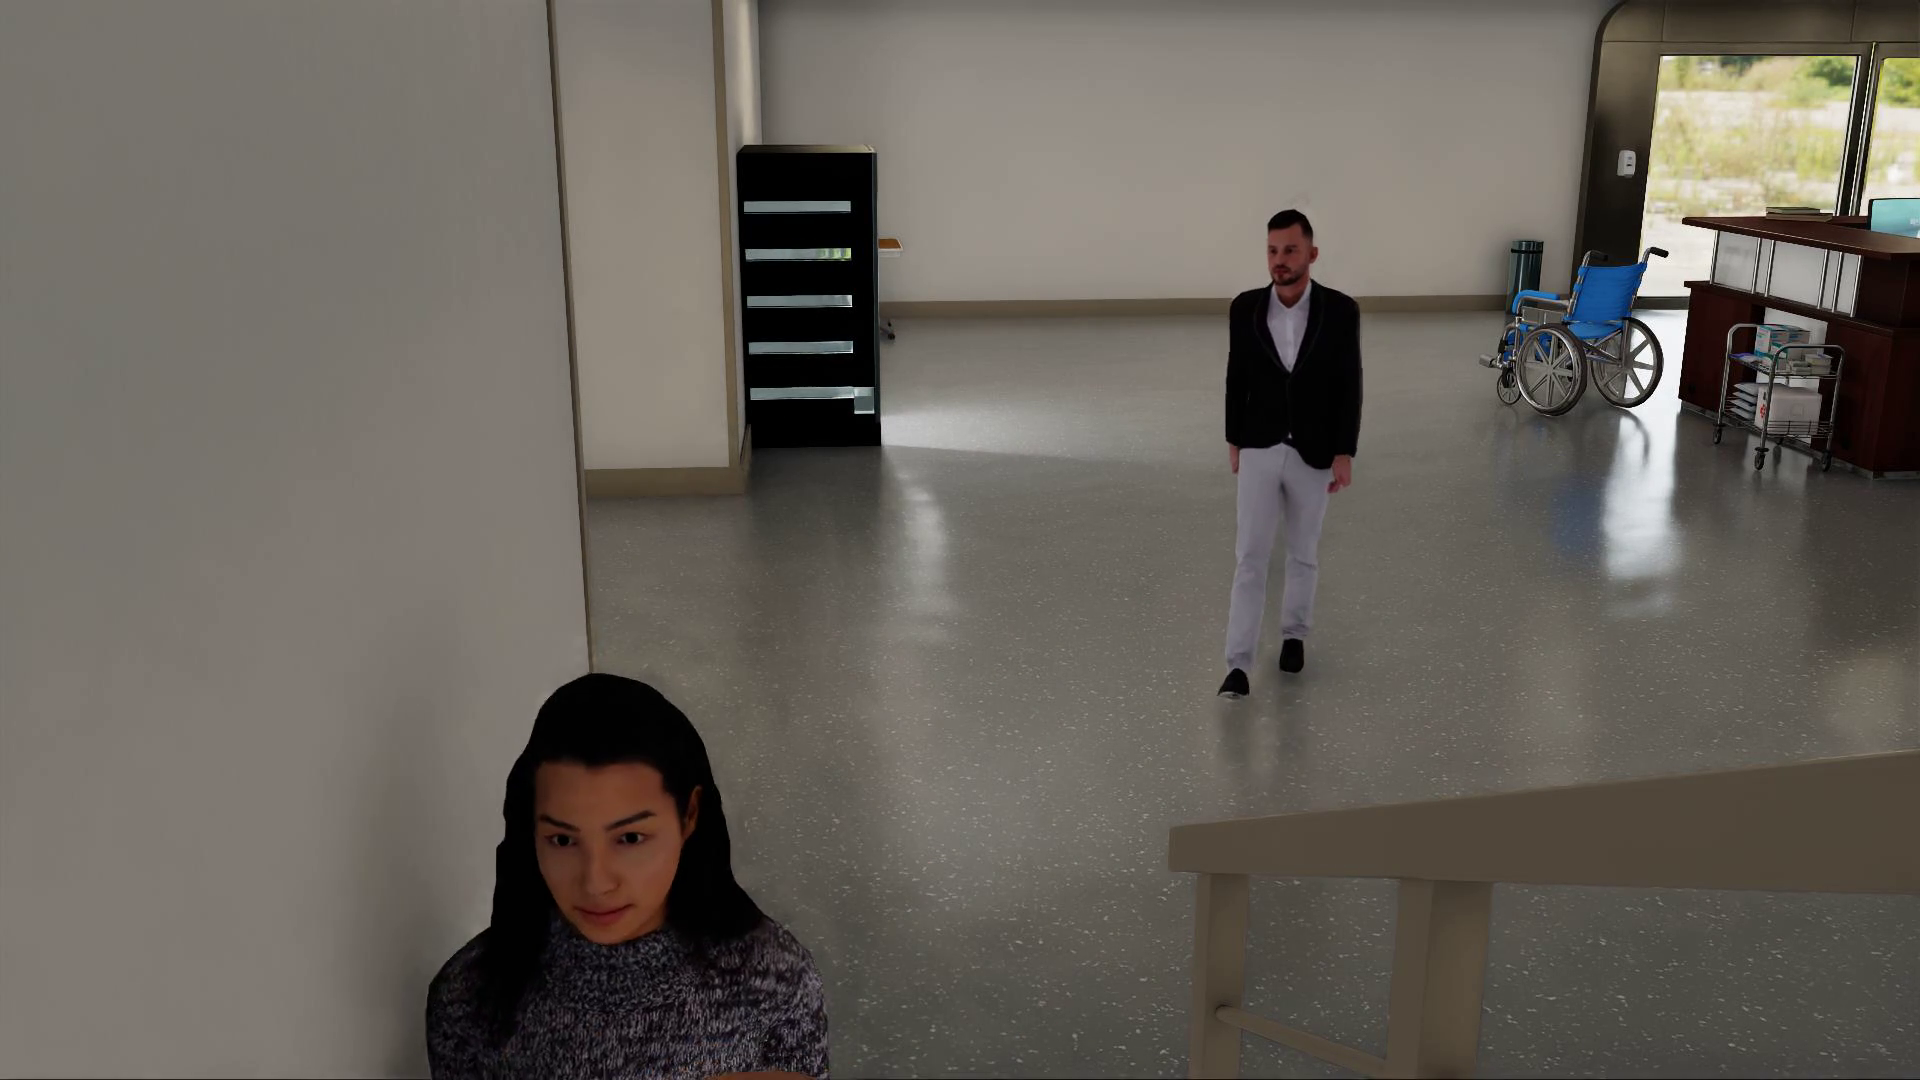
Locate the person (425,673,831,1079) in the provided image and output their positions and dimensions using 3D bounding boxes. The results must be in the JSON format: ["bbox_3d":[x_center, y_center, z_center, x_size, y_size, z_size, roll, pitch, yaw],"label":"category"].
[{"bbox_3d":[-0.354,0.947,1.974,0.635,1.715,0.898,-1,16,-2],"label":"person"}]

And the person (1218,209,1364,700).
[{"bbox_3d":[1.275,-0.321,6.316,0.955,1.800,1.222,5,16,16],"label":"person"}]
